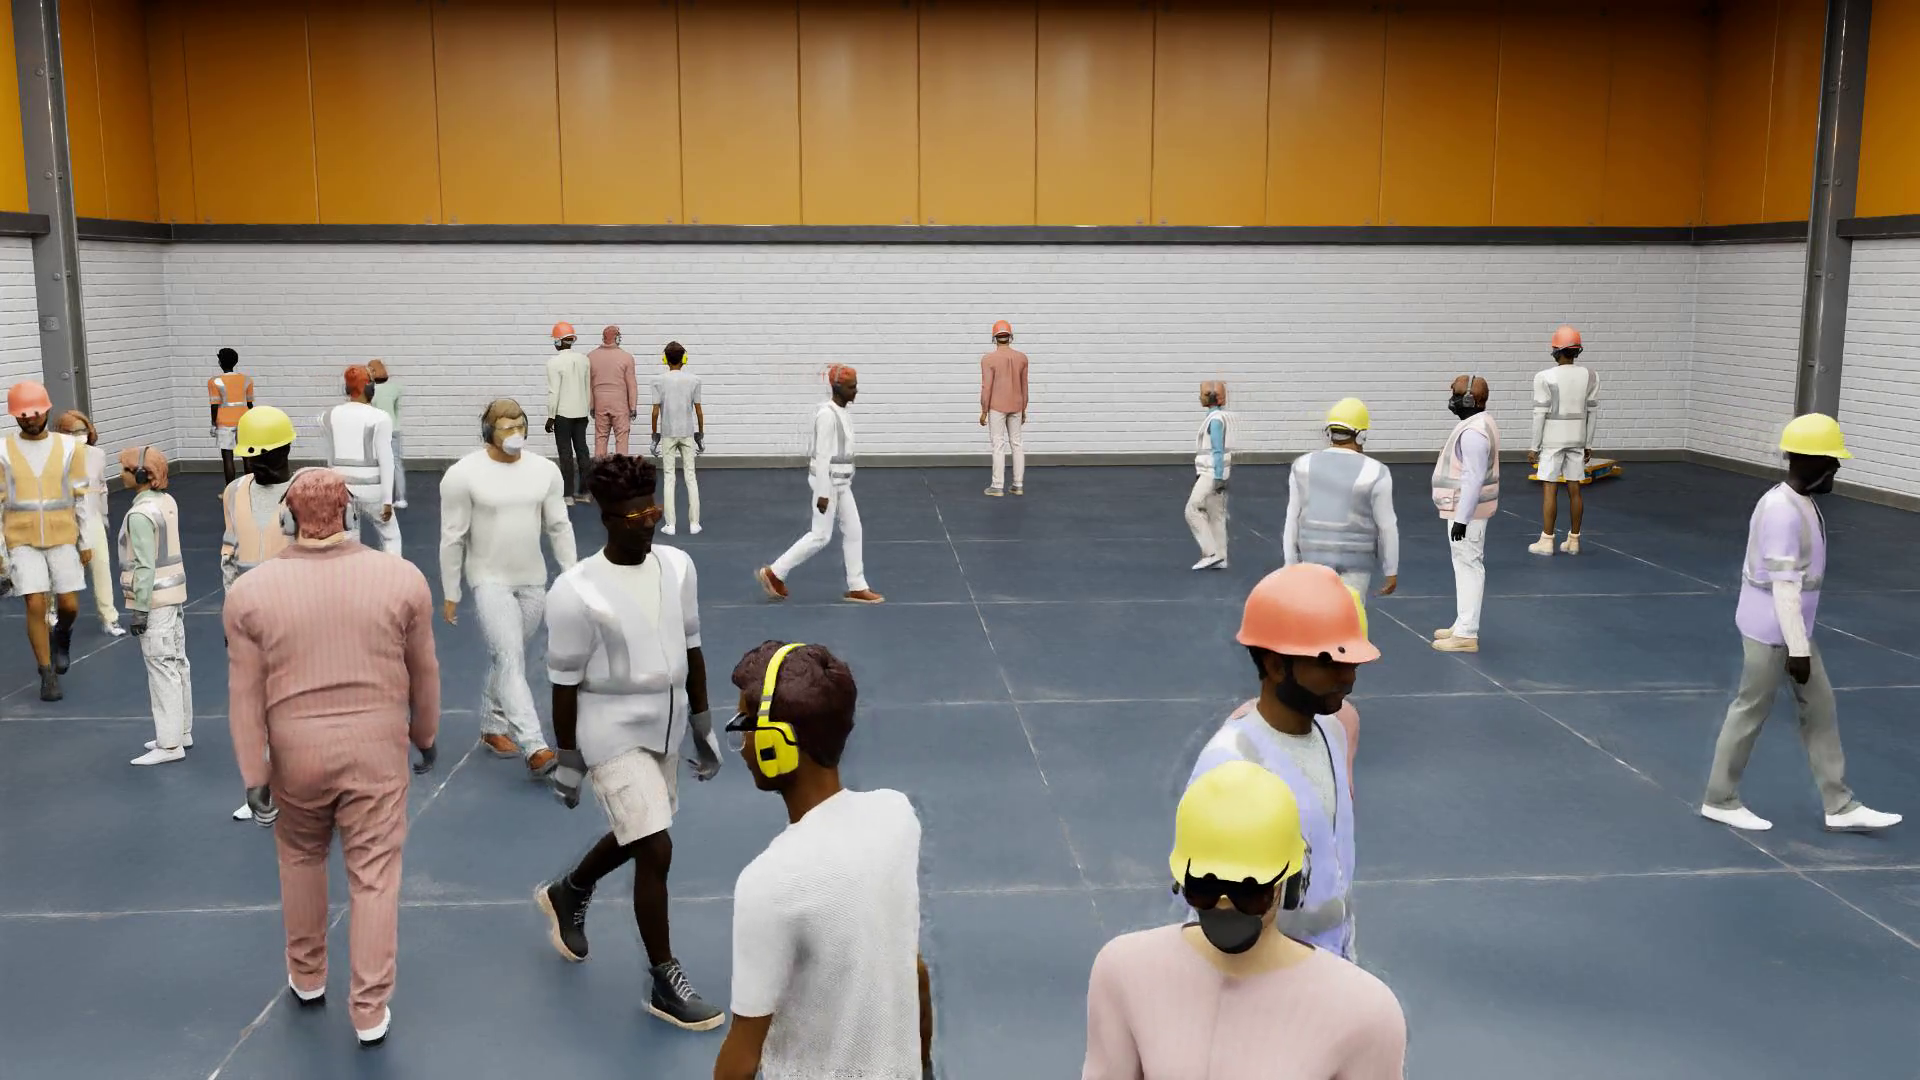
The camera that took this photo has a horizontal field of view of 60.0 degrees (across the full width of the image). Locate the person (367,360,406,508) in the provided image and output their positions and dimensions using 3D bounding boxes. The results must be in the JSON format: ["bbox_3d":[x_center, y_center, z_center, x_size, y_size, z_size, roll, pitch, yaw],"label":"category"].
[{"bbox_3d":[-6.271,-1.142,17.945,0.863,1.588,0.498,8,12,41],"label":"person"}]

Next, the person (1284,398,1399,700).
[{"bbox_3d":[2.190,0.104,9.408,0.630,1.809,0.659,6,11,35],"label":"person"}]

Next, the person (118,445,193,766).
[{"bbox_3d":[-4.133,0.328,8.545,0.307,1.644,0.514,-2,9,-13],"label":"person"}]

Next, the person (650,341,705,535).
[{"bbox_3d":[-2.733,-0.982,16.078,0.532,1.864,0.310,-3,9,-16],"label":"person"}]

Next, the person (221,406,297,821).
[{"bbox_3d":[-3.099,0.342,7.602,0.585,1.917,0.382,1,9,9],"label":"person"}]

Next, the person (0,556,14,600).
[{"bbox_3d":[-7.549,-0.383,12.527,0.600,1.794,0.895,8,12,41],"label":"person"}]

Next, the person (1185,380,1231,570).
[{"bbox_3d":[2.092,-0.540,14.046,0.420,1.624,0.528,2,9,13],"label":"person"}]

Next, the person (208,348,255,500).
[{"bbox_3d":[-8.107,-1.289,18.533,0.318,1.697,0.533,6,11,35],"label":"person"}]

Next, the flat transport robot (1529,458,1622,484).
[{"bbox_3d":[7.532,-0.865,20.328,0.652,0.197,1.431,7,11,38],"label":"flat transport robot"}]

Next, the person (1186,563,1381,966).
[{"bbox_3d":[0.655,0.970,3.721,0.962,1.903,0.555,7,11,36],"label":"person"}]

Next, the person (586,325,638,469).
[{"bbox_3d":[-4.164,-1.621,19.991,0.643,1.903,0.402,2,9,11],"label":"person"}]

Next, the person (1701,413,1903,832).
[{"bbox_3d":[3.769,0.396,7.334,0.873,1.890,0.606,7,11,36],"label":"person"}]

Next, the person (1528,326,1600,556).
[{"bbox_3d":[5.366,-0.877,14.848,0.607,2.048,0.370,-2,9,-10],"label":"person"}]

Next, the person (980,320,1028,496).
[{"bbox_3d":[0.490,-1.491,18.873,0.612,1.991,0.392,-5,10,-29],"label":"person"}]

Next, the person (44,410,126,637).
[{"bbox_3d":[-6.194,-0.127,11.608,0.830,1.581,0.553,5,10,30],"label":"person"}]

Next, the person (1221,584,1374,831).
[{"bbox_3d":[0.795,0.949,4.308,0.549,1.741,0.521,-7,11,-37],"label":"person"}]

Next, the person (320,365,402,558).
[{"bbox_3d":[-4.289,-0.342,12.092,0.581,1.860,0.781,2,9,10],"label":"person"}]

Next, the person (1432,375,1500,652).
[{"bbox_3d":[3.363,-0.178,11.101,0.429,1.845,0.621,3,10,21],"label":"person"}]

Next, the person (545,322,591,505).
[{"bbox_3d":[-4.277,-1.376,18.135,0.378,1.996,0.611,6,11,32],"label":"person"}]

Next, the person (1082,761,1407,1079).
[{"bbox_3d":[0.434,1.203,2.702,0.534,1.754,0.371,5,10,29],"label":"person"}]

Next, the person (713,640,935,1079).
[{"bbox_3d":[-0.312,1.097,3.076,0.675,1.842,0.553,4,10,26],"label":"person"}]

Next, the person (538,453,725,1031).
[{"bbox_3d":[-1.178,0.641,5.706,0.930,1.926,0.600,6,11,32],"label":"person"}]

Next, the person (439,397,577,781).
[{"bbox_3d":[-2.208,0.236,8.342,0.658,1.885,1.001,-8,12,-43],"label":"person"}]

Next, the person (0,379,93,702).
[{"bbox_3d":[-5.473,-0.015,9.904,0.550,1.906,0.610,-6,11,-34],"label":"person"}]

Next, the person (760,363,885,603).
[{"bbox_3d":[-1.048,-0.422,12.638,0.863,1.851,0.623,2,9,12],"label":"person"}]

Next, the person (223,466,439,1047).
[{"bbox_3d":[-2.071,0.687,5.571,0.642,1.878,0.799,-3,10,-18],"label":"person"}]
